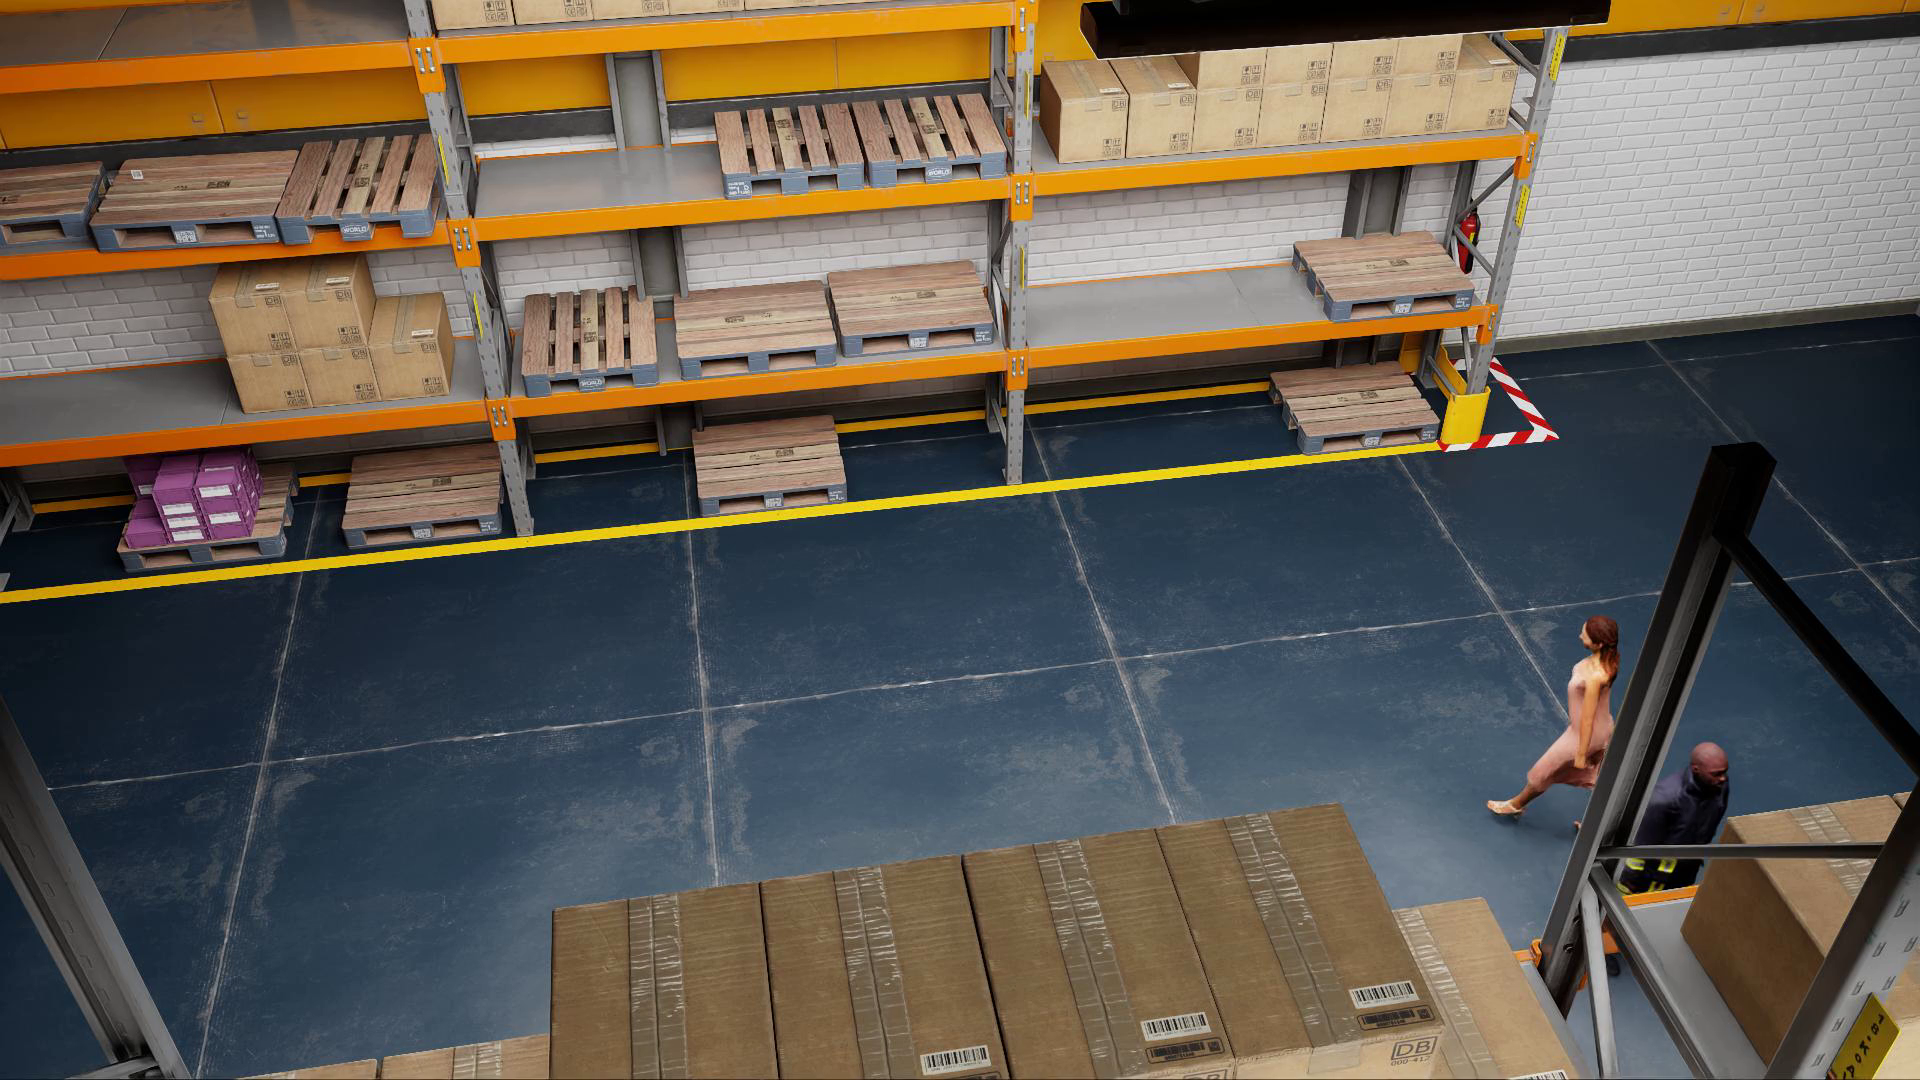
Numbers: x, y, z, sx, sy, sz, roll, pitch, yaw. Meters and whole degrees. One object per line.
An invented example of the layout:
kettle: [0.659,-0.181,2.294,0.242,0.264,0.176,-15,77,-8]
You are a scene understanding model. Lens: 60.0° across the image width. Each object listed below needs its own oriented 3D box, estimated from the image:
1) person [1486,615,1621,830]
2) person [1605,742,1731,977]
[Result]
person: [3.958,1.237,10.299,1.151,1.789,1.066,22,44,25]
person: [4.032,1.794,9.580,0.671,1.816,0.854,-13,41,-16]
